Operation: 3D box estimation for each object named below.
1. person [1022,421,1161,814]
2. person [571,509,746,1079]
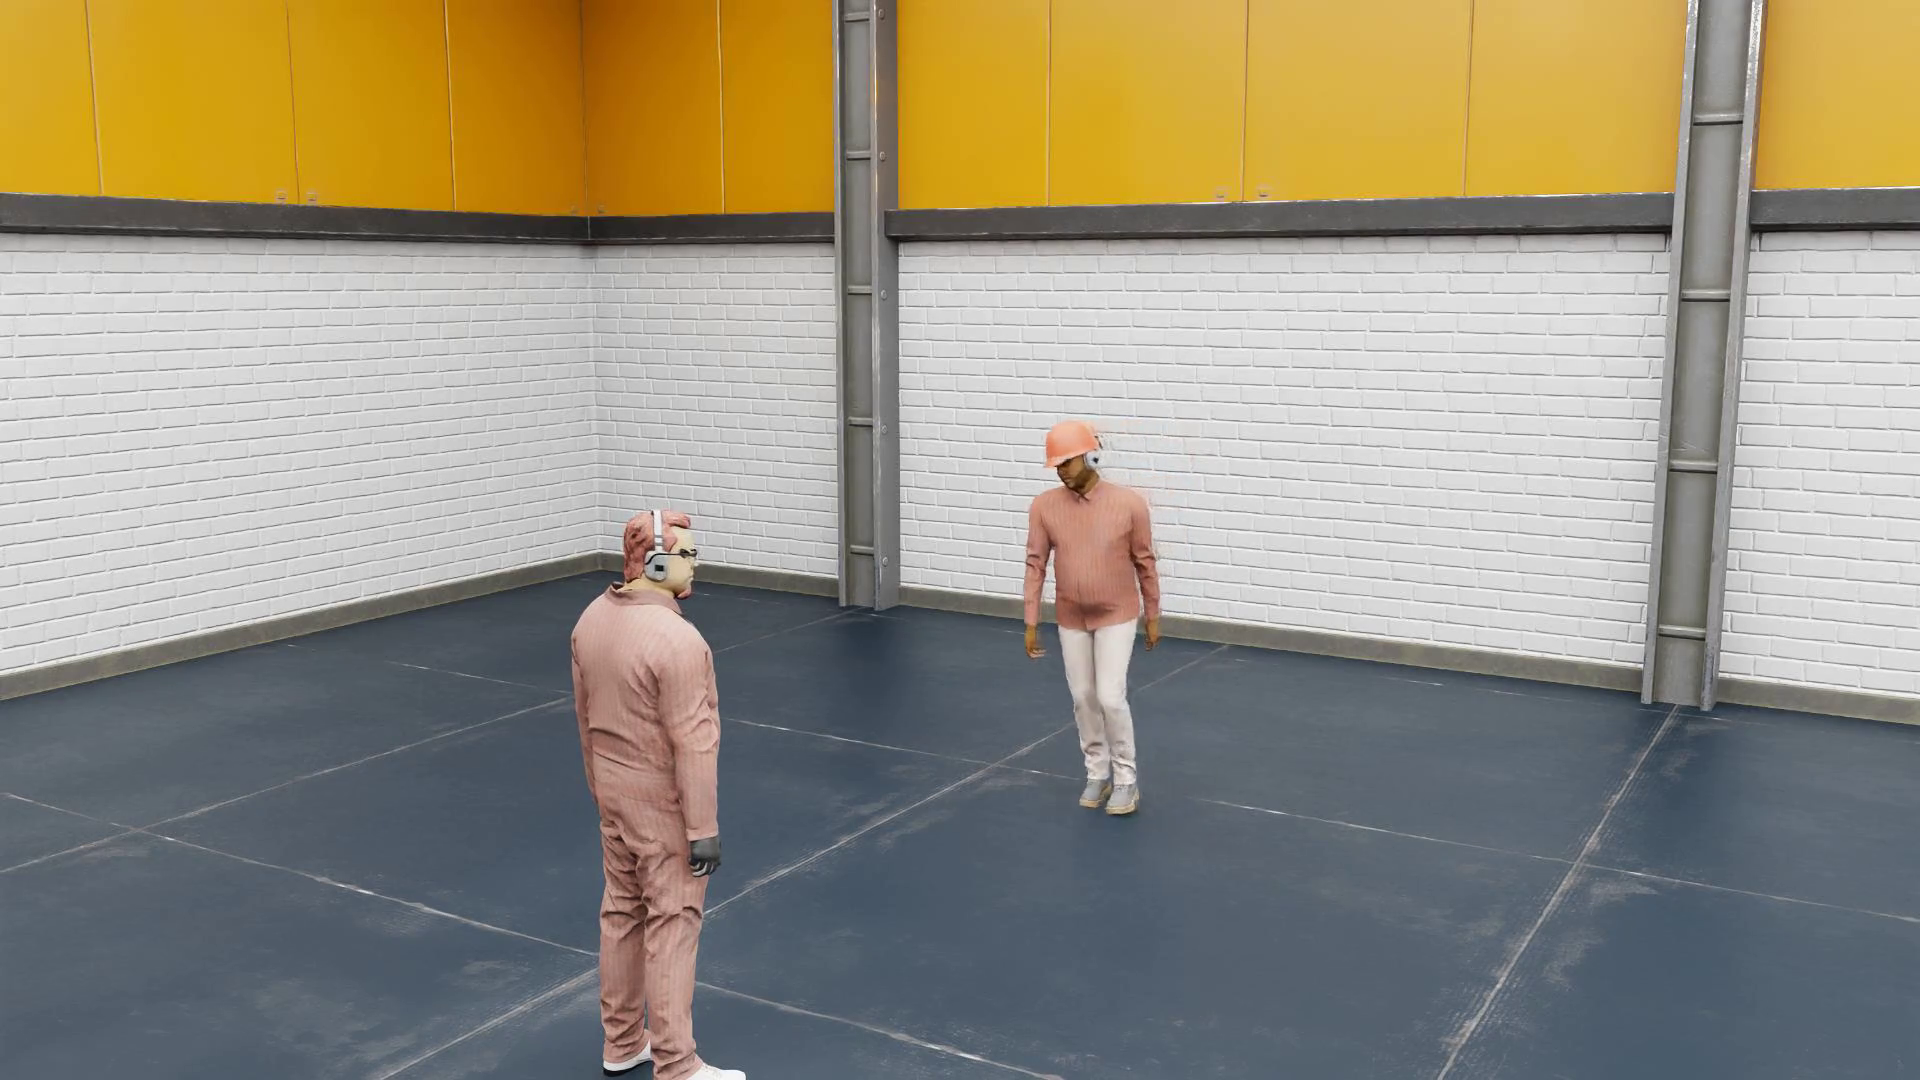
[{"bbox_3d":[0.636,0.379,8.132,0.638,1.946,0.614,4,10,22],"label":"person"},{"bbox_3d":[-0.962,0.845,5.371,0.402,1.904,0.652,-8,12,-42],"label":"person"}]
